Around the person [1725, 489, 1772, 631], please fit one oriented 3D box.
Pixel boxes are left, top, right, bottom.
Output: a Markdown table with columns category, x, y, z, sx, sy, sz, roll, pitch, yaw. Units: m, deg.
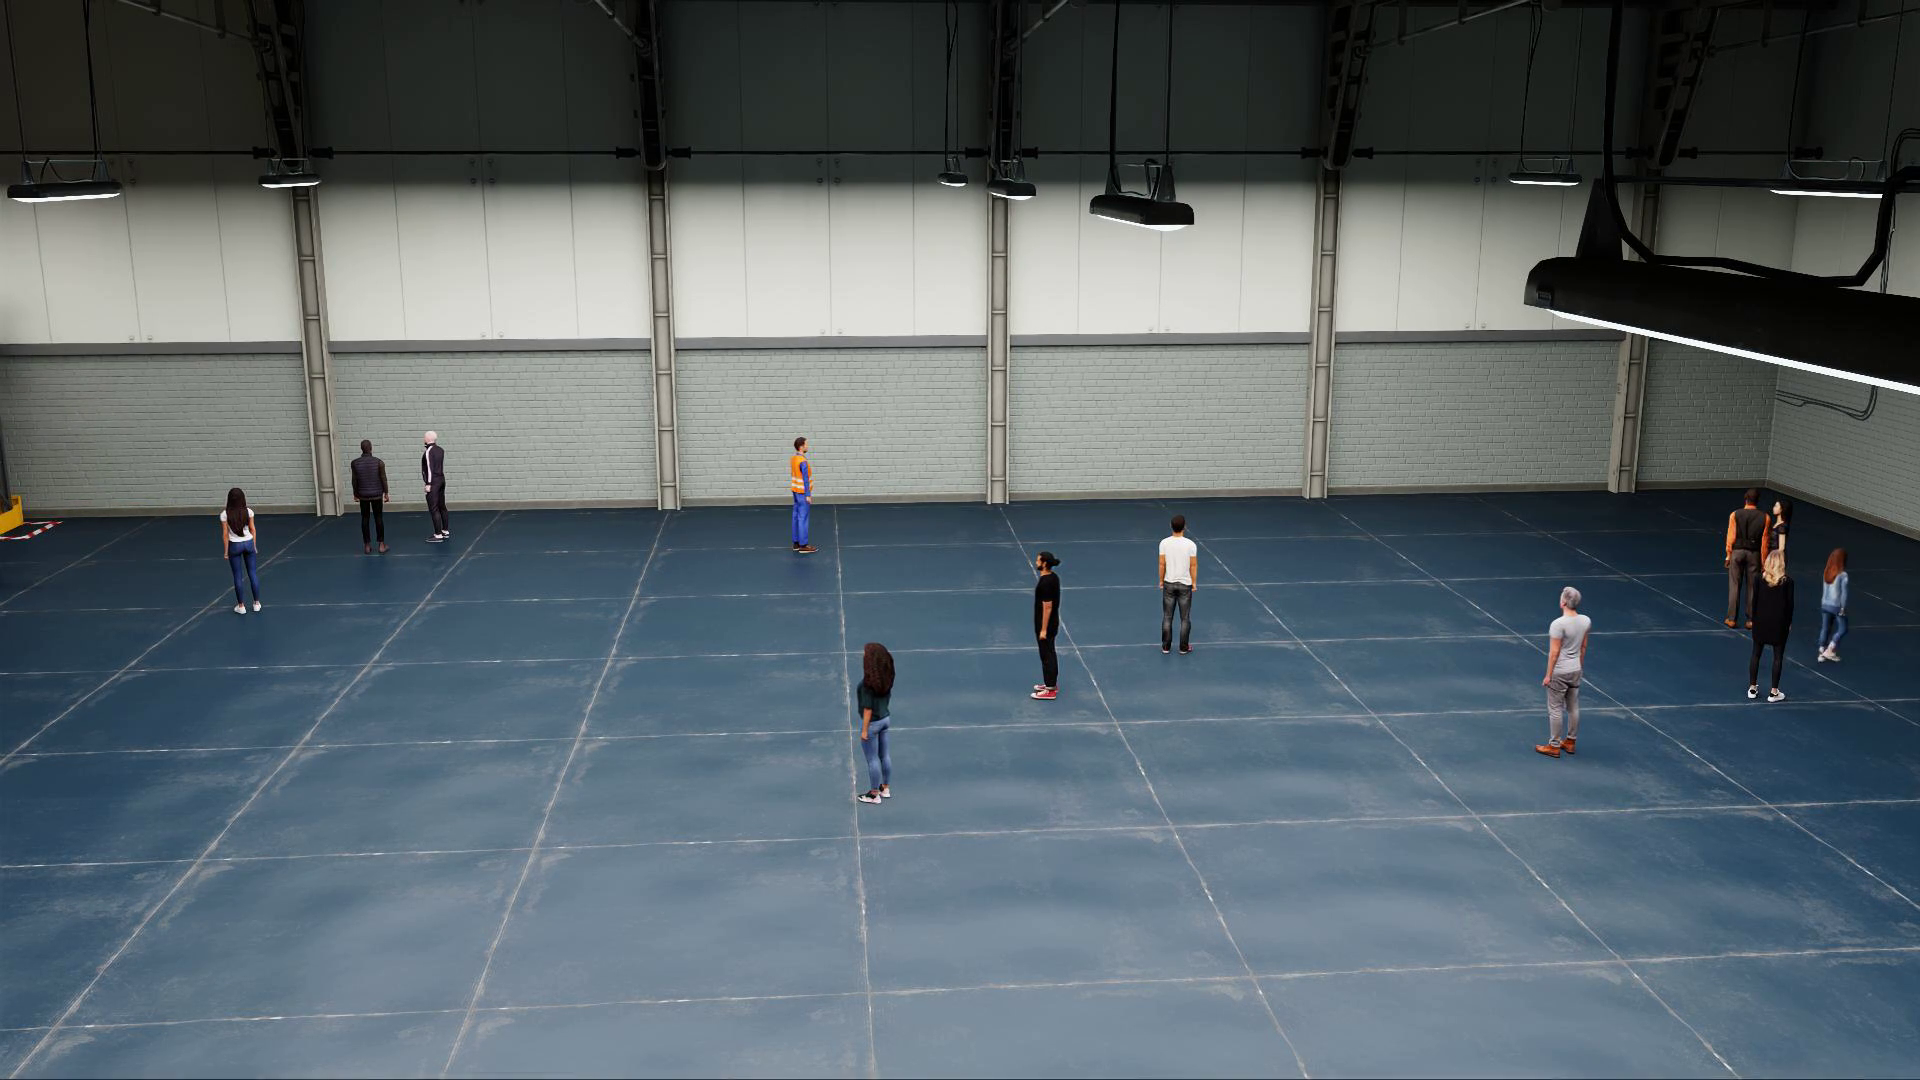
| category | x | y | z | sx | sy | sz | roll | pitch | yaw |
| --- | --- | --- | --- | --- | --- | --- | --- | --- | --- |
| person | 10.616 | 0.246 | 22.460 | 0.722 | 1.908 | 0.844 | 6 | 14 | 23 |

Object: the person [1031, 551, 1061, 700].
| category | x | y | z | sx | sy | sz | roll | pitch | yaw |
| --- | --- | --- | --- | --- | --- | --- | --- | --- | --- |
| person | 1.024 | 0.991 | 19.578 | 0.626 | 1.757 | 0.681 | 2 | 13 | 10 |

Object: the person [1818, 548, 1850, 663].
| category | x | y | z | sx | sy | sz | roll | pitch | yaw |
| --- | --- | --- | --- | --- | --- | --- | --- | --- | --- |
| person | 10.918 | 0.832 | 20.907 | 0.601 | 1.468 | 0.615 | -4 | 14 | -17 |

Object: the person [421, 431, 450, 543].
| category | x | y | z | sx | sy | sz | roll | pitch | yaw |
| --- | --- | --- | --- | --- | --- | --- | --- | --- | --- |
| person | -8.699 | -0.904 | 27.586 | 0.648 | 1.837 | 0.727 | 2 | 13 | 7 |

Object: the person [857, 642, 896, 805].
| category | x | y | z | sx | sy | sz | roll | pitch | yaw |
| --- | --- | --- | --- | --- | --- | --- | --- | --- | --- |
| person | -0.837 | 1.793 | 16.426 | 0.766 | 1.616 | 0.717 | 9 | 16 | 33 |

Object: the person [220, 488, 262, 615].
| category | x | y | z | sx | sy | sz | roll | pitch | yaw |
| --- | --- | --- | --- | --- | --- | --- | --- | --- | --- |
| person | -10.034 | 0.138 | 23.223 | 0.613 | 1.775 | 0.729 | -9 | 16 | -34 |

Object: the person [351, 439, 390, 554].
| category | x | y | z | sx | sy | sz | roll | pitch | yaw |
| --- | --- | --- | --- | --- | --- | --- | --- | --- | --- |
| person | -9.495 | -0.713 | 26.763 | 0.493 | 1.835 | 0.762 | -2 | 13 | -7 |

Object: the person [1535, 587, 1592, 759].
| category | x | y | z | sx | sy | sz | roll | pitch | yaw |
| --- | --- | --- | --- | --- | --- | --- | --- | --- | --- |
| person | 6.432 | 1.395 | 17.674 | 0.651 | 1.830 | 0.826 | -7 | 15 | -28 |

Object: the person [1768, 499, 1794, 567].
| category | x | y | z | sx | sy | sz | roll | pitch | yaw |
| --- | --- | --- | --- | --- | --- | --- | --- | --- | --- |
| person | 11.015 | 0.315 | 22.420 | 0.614 | 1.791 | 0.654 | 4 | 14 | 16 |

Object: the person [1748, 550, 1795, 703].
| category | x | y | z | sx | sy | sz | roll | pitch | yaw |
| --- | --- | --- | --- | --- | --- | --- | --- | --- | --- |
| person | 9.492 | 0.992 | 19.478 | 0.677 | 1.801 | 0.733 | 11 | 17 | 40 |

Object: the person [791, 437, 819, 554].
| category | x | y | z | sx | sy | sz | roll | pitch | yaw |
| --- | --- | --- | --- | --- | --- | --- | --- | --- | --- |
| person | -2.555 | -0.743 | 26.828 | 0.754 | 1.864 | 0.775 | -7 | 15 | -28 |

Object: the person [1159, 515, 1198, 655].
| category | x | y | z | sx | sy | sz | roll | pitch | yaw |
| --- | --- | --- | --- | --- | --- | --- | --- | --- | --- |
| person | 2.787 | 0.561 | 21.331 | 0.597 | 1.805 | 0.761 | 4 | 14 | 15 |
